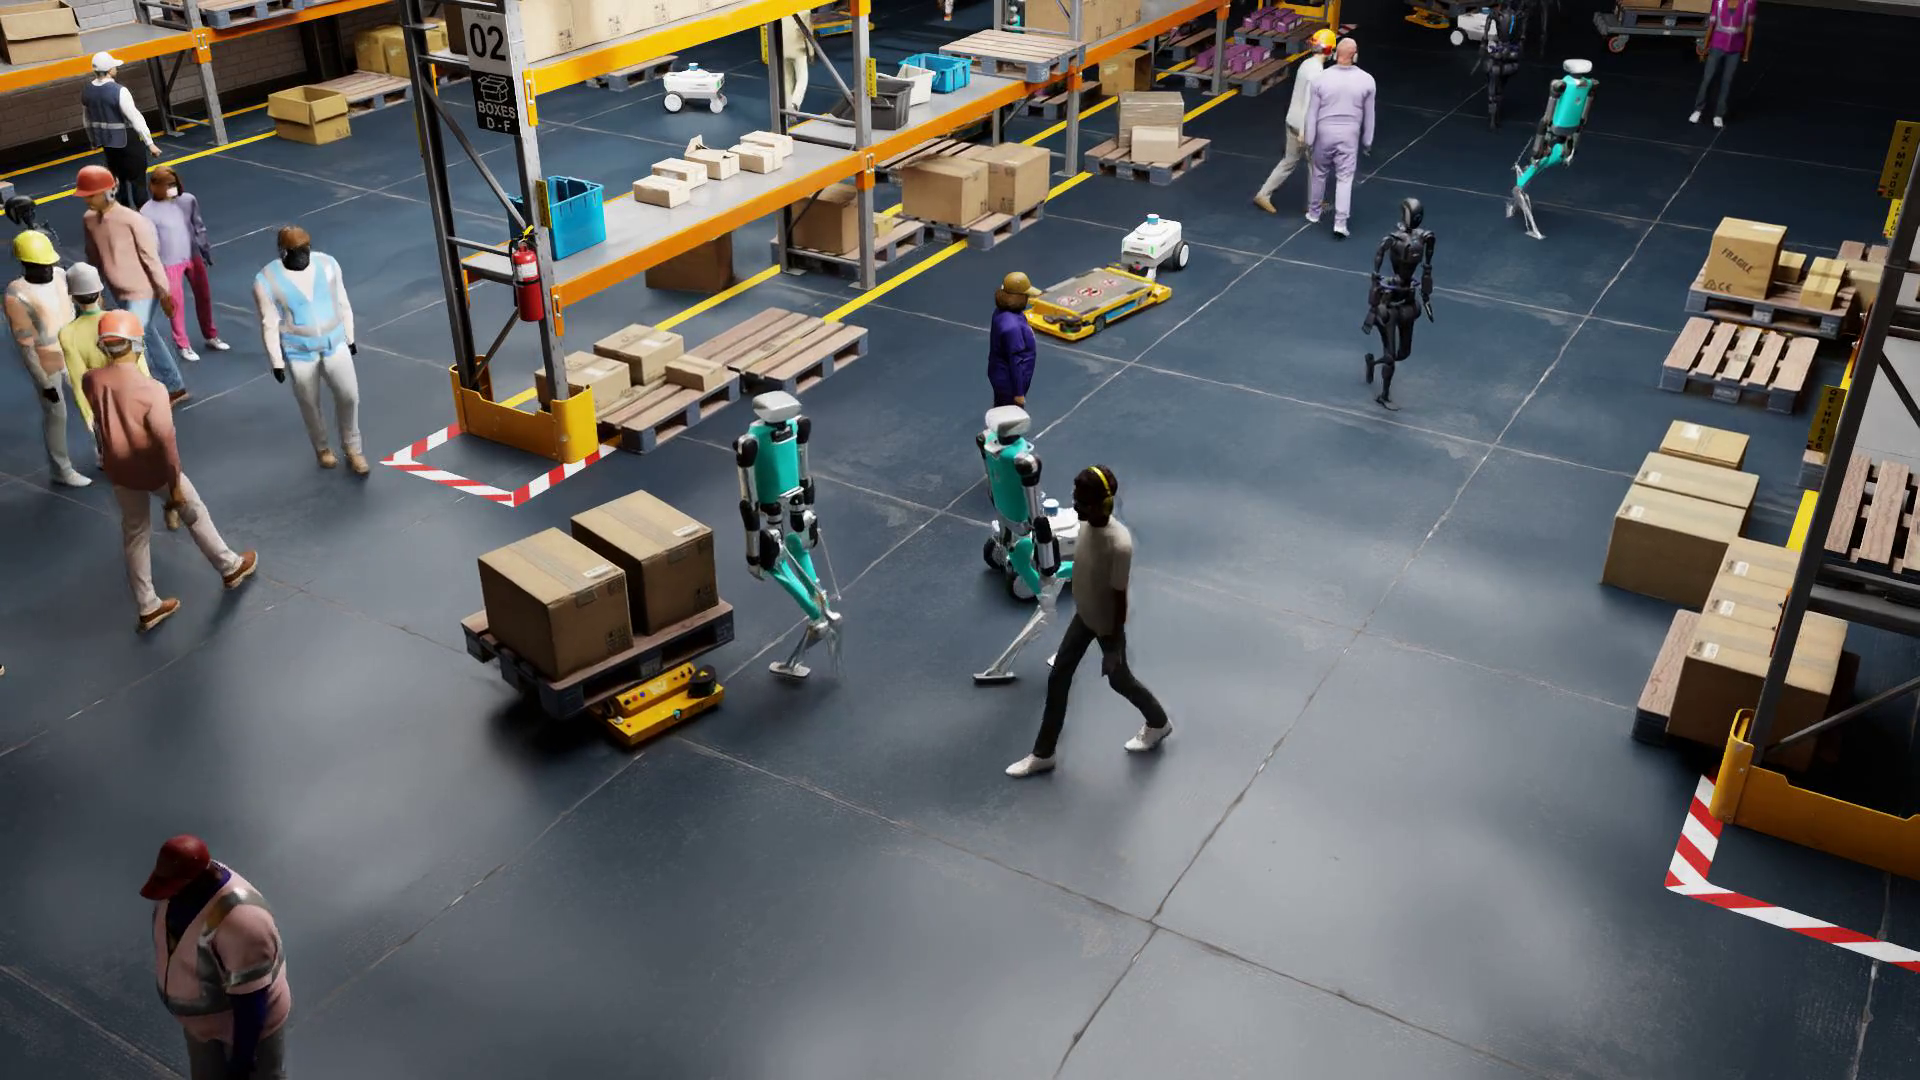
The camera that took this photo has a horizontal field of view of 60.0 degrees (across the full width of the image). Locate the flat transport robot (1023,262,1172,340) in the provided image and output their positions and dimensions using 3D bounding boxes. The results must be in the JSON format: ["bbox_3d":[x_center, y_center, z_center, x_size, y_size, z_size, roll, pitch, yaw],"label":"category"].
[{"bbox_3d":[1.184,-2.111,14.675,0.659,0.231,1.431,24,37,36],"label":"flat transport robot"}]

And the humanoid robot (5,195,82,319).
[{"bbox_3d":[-6.916,-1.896,12.873,0.486,1.645,0.612,-19,35,-30],"label":"humanoid robot"}]

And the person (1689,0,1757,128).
[{"bbox_3d":[9.056,-5.814,19.657,0.545,1.824,0.369,14,32,23],"label":"person"}]

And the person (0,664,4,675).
[{"bbox_3d":[-5.838,-0.093,9.393,0.370,1.958,0.603,-16,33,-27],"label":"person"}]

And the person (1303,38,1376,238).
[{"bbox_3d":[3.708,-3.922,16.280,0.669,1.874,0.849,3,30,5],"label":"person"}]

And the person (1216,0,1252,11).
[{"bbox_3d":[4.206,-8.973,25.346,0.561,1.701,0.898,19,34,30],"label":"person"}]

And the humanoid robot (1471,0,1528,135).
[{"bbox_3d":[6.299,-5.652,19.524,0.599,1.640,0.632,-5,30,-9],"label":"humanoid robot"}]

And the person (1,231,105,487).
[{"bbox_3d":[-6.177,-1.232,11.468,0.688,1.895,0.665,7,30,11],"label":"person"}]

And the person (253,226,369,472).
[{"bbox_3d":[-4.513,-1.304,11.671,0.653,1.817,0.708,-19,35,-30],"label":"person"}]

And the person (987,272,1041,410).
[{"bbox_3d":[0.372,-1.077,11.472,0.352,1.619,0.453,-5,30,-8],"label":"person"}]

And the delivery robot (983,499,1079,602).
[{"bbox_3d":[0.542,0.037,10.601,0.793,0.610,0.499,-9,31,-16],"label":"delivery robot"}]

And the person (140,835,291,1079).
[{"bbox_3d":[-2.773,1.782,6.298,0.610,1.738,0.418,18,34,29],"label":"person"}]

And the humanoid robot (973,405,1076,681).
[{"bbox_3d":[0.503,0.029,9.412,0.888,1.771,0.563,-16,33,-26],"label":"humanoid robot"}]

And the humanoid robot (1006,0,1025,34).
[{"bbox_3d":[0.859,-6.768,21.441,0.555,1.767,0.965,4,30,8],"label":"humanoid robot"}]

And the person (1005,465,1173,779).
[{"bbox_3d":[0.748,0.413,8.646,0.970,1.815,0.526,-15,33,-24],"label":"person"}]

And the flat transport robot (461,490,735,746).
[{"bbox_3d":[-2.073,0.704,9.697,0.659,0.231,1.431,-26,38,-38],"label":"flat transport robot"}]

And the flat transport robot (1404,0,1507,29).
[{"bbox_3d":[7.424,-7.832,24.795,1.431,0.231,0.659,-12,32,-21],"label":"flat transport robot"}]

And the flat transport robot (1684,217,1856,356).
[{"bbox_3d":[6.986,-1.945,14.383,0.659,0.231,1.431,17,34,27],"label":"flat transport robot"}]

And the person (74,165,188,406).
[{"bbox_3d":[-6.296,-1.806,12.409,0.639,1.960,0.867,14,32,24],"label":"person"}]

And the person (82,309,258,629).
[{"bbox_3d":[-4.864,-0.478,10.092,0.605,1.940,0.929,7,30,12],"label":"person"}]

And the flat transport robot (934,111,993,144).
[{"bbox_3d":[-0.109,-4.850,19.522,0.659,0.231,1.431,17,33,27],"label":"flat transport robot"}]

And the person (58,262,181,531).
[{"bbox_3d":[-5.513,-0.894,10.879,0.477,1.889,0.399,-19,35,-30],"label":"person"}]

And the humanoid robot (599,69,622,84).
[{"bbox_3d":[-4.529,-6.584,21.176,0.536,1.842,0.784,15,33,25],"label":"humanoid robot"}]

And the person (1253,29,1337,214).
[{"bbox_3d":[3.428,-4.199,16.781,0.789,1.845,0.558,-7,30,-12],"label":"person"}]

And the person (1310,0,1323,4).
[{"bbox_3d":[5.744,-9.182,25.594,0.620,1.837,0.430,19,35,30],"label":"person"}]

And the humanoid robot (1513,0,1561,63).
[{"bbox_3d":[7.866,-7.364,22.558,0.601,1.635,0.612,-3,30,-5],"label":"humanoid robot"}]

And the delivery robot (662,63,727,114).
[{"bbox_3d":[-3.279,-5.568,20.496,0.782,0.589,0.499,2,30,4],"label":"delivery robot"}]

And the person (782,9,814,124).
[{"bbox_3d":[-2.009,-5.820,19.751,0.568,1.731,0.648,5,30,9],"label":"person"}]

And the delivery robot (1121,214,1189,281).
[{"bbox_3d":[1.788,-2.736,15.492,0.499,0.595,0.792,15,33,25],"label":"delivery robot"}]

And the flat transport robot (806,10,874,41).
[{"bbox_3d":[-2.012,-7.449,24.118,1.431,0.231,0.659,-21,36,-33],"label":"flat transport robot"}]

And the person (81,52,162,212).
[{"bbox_3d":[-8.220,-3.887,16.302,0.769,1.756,0.447,8,30,13],"label":"person"}]

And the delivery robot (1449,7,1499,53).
[{"bbox_3d":[7.310,-7.157,23.313,0.499,0.595,0.792,-22,36,-34],"label":"delivery robot"}]

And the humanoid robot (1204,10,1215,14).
[{"bbox_3d":[3.871,-8.826,25.130,0.507,1.634,0.588,-17,34,-28],"label":"humanoid robot"}]

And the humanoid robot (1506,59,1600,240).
[{"bbox_3d":[5.701,-3.918,16.422,0.569,1.786,0.939,-11,31,-18],"label":"humanoid robot"}]

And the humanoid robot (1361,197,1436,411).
[{"bbox_3d":[3.332,-1.861,12.815,0.615,1.635,0.586,-12,32,-21],"label":"humanoid robot"}]

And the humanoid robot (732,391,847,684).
[{"bbox_3d":[-0.842,0.125,9.337,0.750,1.905,0.564,21,36,33],"label":"humanoid robot"}]

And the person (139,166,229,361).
[{"bbox_3d":[-6.349,-2.257,13.554,0.303,1.620,0.520,20,35,31],"label":"person"}]

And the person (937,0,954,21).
[{"bbox_3d":[-0.248,-8.748,24.744,0.665,1.917,0.542,2,30,3],"label":"person"}]
